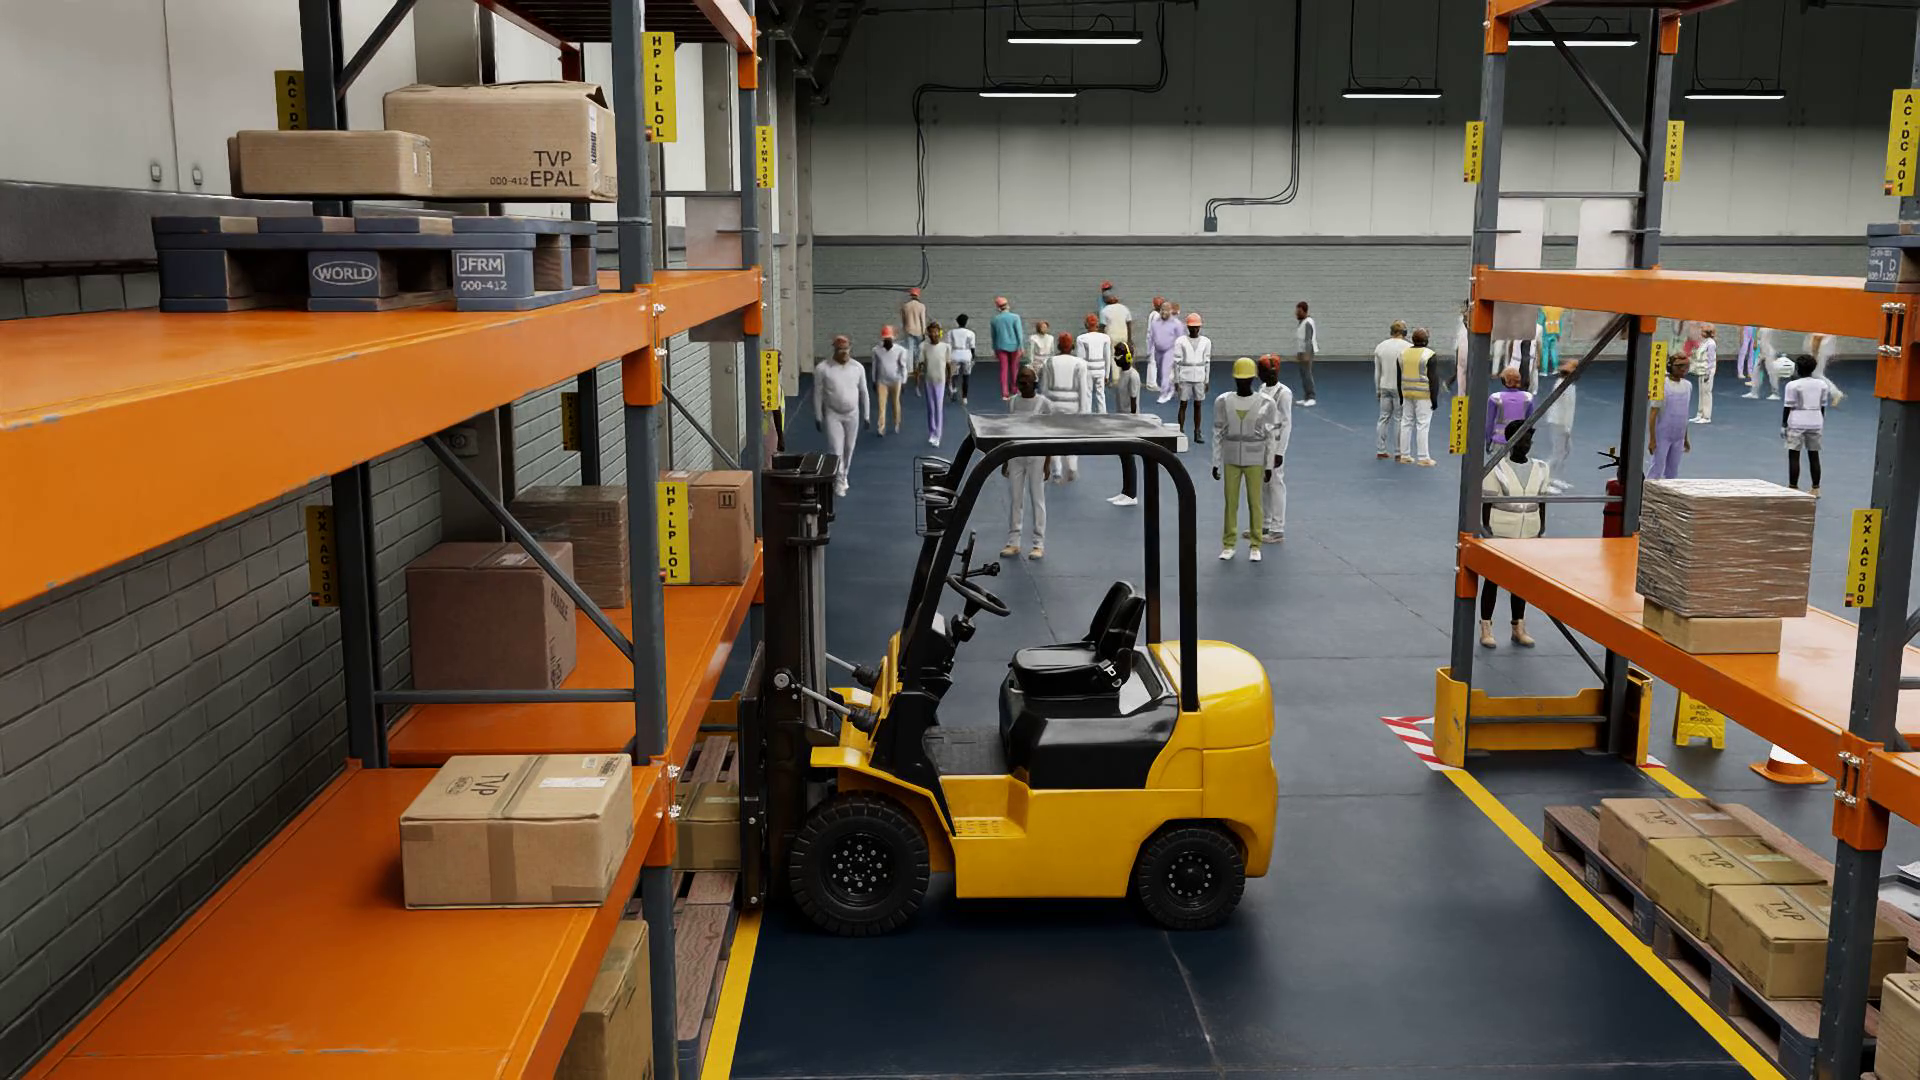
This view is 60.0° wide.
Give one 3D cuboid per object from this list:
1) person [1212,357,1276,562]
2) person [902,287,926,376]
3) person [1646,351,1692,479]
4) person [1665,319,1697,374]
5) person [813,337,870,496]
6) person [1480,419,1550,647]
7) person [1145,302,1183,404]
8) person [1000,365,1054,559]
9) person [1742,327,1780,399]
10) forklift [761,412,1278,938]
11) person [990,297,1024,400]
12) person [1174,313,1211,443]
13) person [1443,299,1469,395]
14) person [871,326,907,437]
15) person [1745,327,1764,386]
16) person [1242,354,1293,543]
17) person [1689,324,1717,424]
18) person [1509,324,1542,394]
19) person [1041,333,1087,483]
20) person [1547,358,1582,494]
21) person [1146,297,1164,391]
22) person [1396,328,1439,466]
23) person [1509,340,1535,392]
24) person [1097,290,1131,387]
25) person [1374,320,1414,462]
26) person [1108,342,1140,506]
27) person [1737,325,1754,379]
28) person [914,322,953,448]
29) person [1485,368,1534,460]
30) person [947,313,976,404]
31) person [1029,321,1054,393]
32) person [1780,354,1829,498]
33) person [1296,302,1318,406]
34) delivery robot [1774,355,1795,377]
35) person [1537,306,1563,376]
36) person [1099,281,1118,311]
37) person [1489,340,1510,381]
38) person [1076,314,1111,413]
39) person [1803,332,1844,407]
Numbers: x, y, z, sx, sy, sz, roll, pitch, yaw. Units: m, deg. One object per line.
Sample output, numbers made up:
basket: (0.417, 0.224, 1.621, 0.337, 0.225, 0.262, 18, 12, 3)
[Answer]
person: (2.649, -0.751, 15.598, 0.588, 1.922, 0.392, 4, 11, 20)
person: (-0.994, -4.654, 37.211, 0.613, 1.965, 0.693, 4, 11, 20)
person: (7.510, -1.078, 17.611, 0.513, 1.844, 0.328, -4, 11, -20)
person: (16.215, -4.646, 37.468, 0.685, 1.855, 0.531, 1, 10, 6)
person: (-1.416, -1.485, 19.907, 0.657, 1.894, 0.869, -4, 11, -20)
person: (4.088, -0.049, 12.288, 0.532, 1.697, 0.320, -1, 10, -7)
person: (3.854, -3.508, 31.091, 0.643, 1.871, 0.928, 7, 12, 35)
person: (0.630, -0.735, 15.716, 0.506, 1.840, 0.343, 5, 11, 25)
person: (15.359, -3.527, 31.706, 0.631, 1.687, 0.491, 3, 11, 15)
forklift: (0.291, 0.548, 7.580, 2.313, 2.155, 1.214, 0, 10, -2)
person: (0.914, -3.658, 31.768, 0.677, 1.917, 1.000, 1, 10, 8)
person: (3.449, -2.392, 24.673, 0.545, 1.938, 0.355, -1, 10, -5)
person: (9.675, -3.692, 31.910, 0.591, 1.940, 0.668, 6, 12, 28)
person: (-1.097, -2.473, 25.778, 0.566, 1.710, 0.869, 1, 10, 4)
person: (16.638, -4.127, 34.644, 0.357, 1.835, 0.516, 7, 12, 33)
person: (3.088, -0.918, 16.602, 0.354, 1.887, 0.573, -3, 11, -17)
person: (12.296, -2.739, 27.437, 0.308, 1.640, 0.511, 2, 10, 10)
person: (9.996, -3.201, 29.496, 0.575, 1.817, 0.678, 6, 12, 28)
person: (1.310, -1.664, 20.853, 0.593, 1.856, 0.813, 2, 10, 10)
person: (7.206, -1.365, 19.872, 0.567, 1.602, 0.561, 0, 10, 1)
person: (3.943, -3.943, 33.502, 0.346, 1.877, 0.571, -1, 10, -5)
person: (6.139, -1.909, 22.244, 0.429, 1.846, 0.633, -8, 13, -38)
person: (8.687, -2.561, 25.698, 0.396, 1.911, 0.588, 2, 10, 9)
person: (3.158, -4.177, 34.327, 0.701, 2.000, 0.607, -6, 12, -31)
person: (5.933, -2.034, 22.707, 0.364, 1.932, 0.630, -10, 14, -44)
person: (1.877, -1.320, 18.929, 0.335, 1.860, 0.508, -2, 10, -10)
person: (17.236, -4.426, 36.260, 0.506, 1.847, 0.344, -2, 10, -8)
person: (-0.388, -2.303, 24.522, 0.550, 1.828, 0.985, 1, 10, 4)
person: (5.951, -1.048, 18.043, 0.514, 1.634, 0.313, 1, 10, 4)
person: (0.024, -3.318, 30.534, 0.543, 1.678, 0.432, 1, 10, 8)
person: (1.460, -3.041, 29.216, 0.540, 1.589, 0.873, -5, 11, -24)
person: (9.852, -1.322, 19.427, 0.546, 1.690, 0.323, -1, 10, -7)
person: (6.321, -3.406, 30.445, 0.419, 1.899, 0.661, -1, 10, -7)
delivery robot: (17.738, -3.752, 35.840, 0.477, 0.478, 0.707, 2, 11, 12)
person: (13.119, -4.595, 37.037, 0.604, 1.909, 0.448, -5, 11, -26)
person: (3.591, -5.285, 40.567, 0.451, 2.030, 0.621, 9, 14, 41)
person: (11.699, -4.359, 35.731, 0.622, 1.896, 0.954, 6, 12, 29)
person: (2.036, -2.528, 25.572, 0.572, 1.887, 0.356, -3, 11, -18)
person: (15.587, -3.393, 29.963, 0.689, 2.000, 0.817, -8, 13, -37)
